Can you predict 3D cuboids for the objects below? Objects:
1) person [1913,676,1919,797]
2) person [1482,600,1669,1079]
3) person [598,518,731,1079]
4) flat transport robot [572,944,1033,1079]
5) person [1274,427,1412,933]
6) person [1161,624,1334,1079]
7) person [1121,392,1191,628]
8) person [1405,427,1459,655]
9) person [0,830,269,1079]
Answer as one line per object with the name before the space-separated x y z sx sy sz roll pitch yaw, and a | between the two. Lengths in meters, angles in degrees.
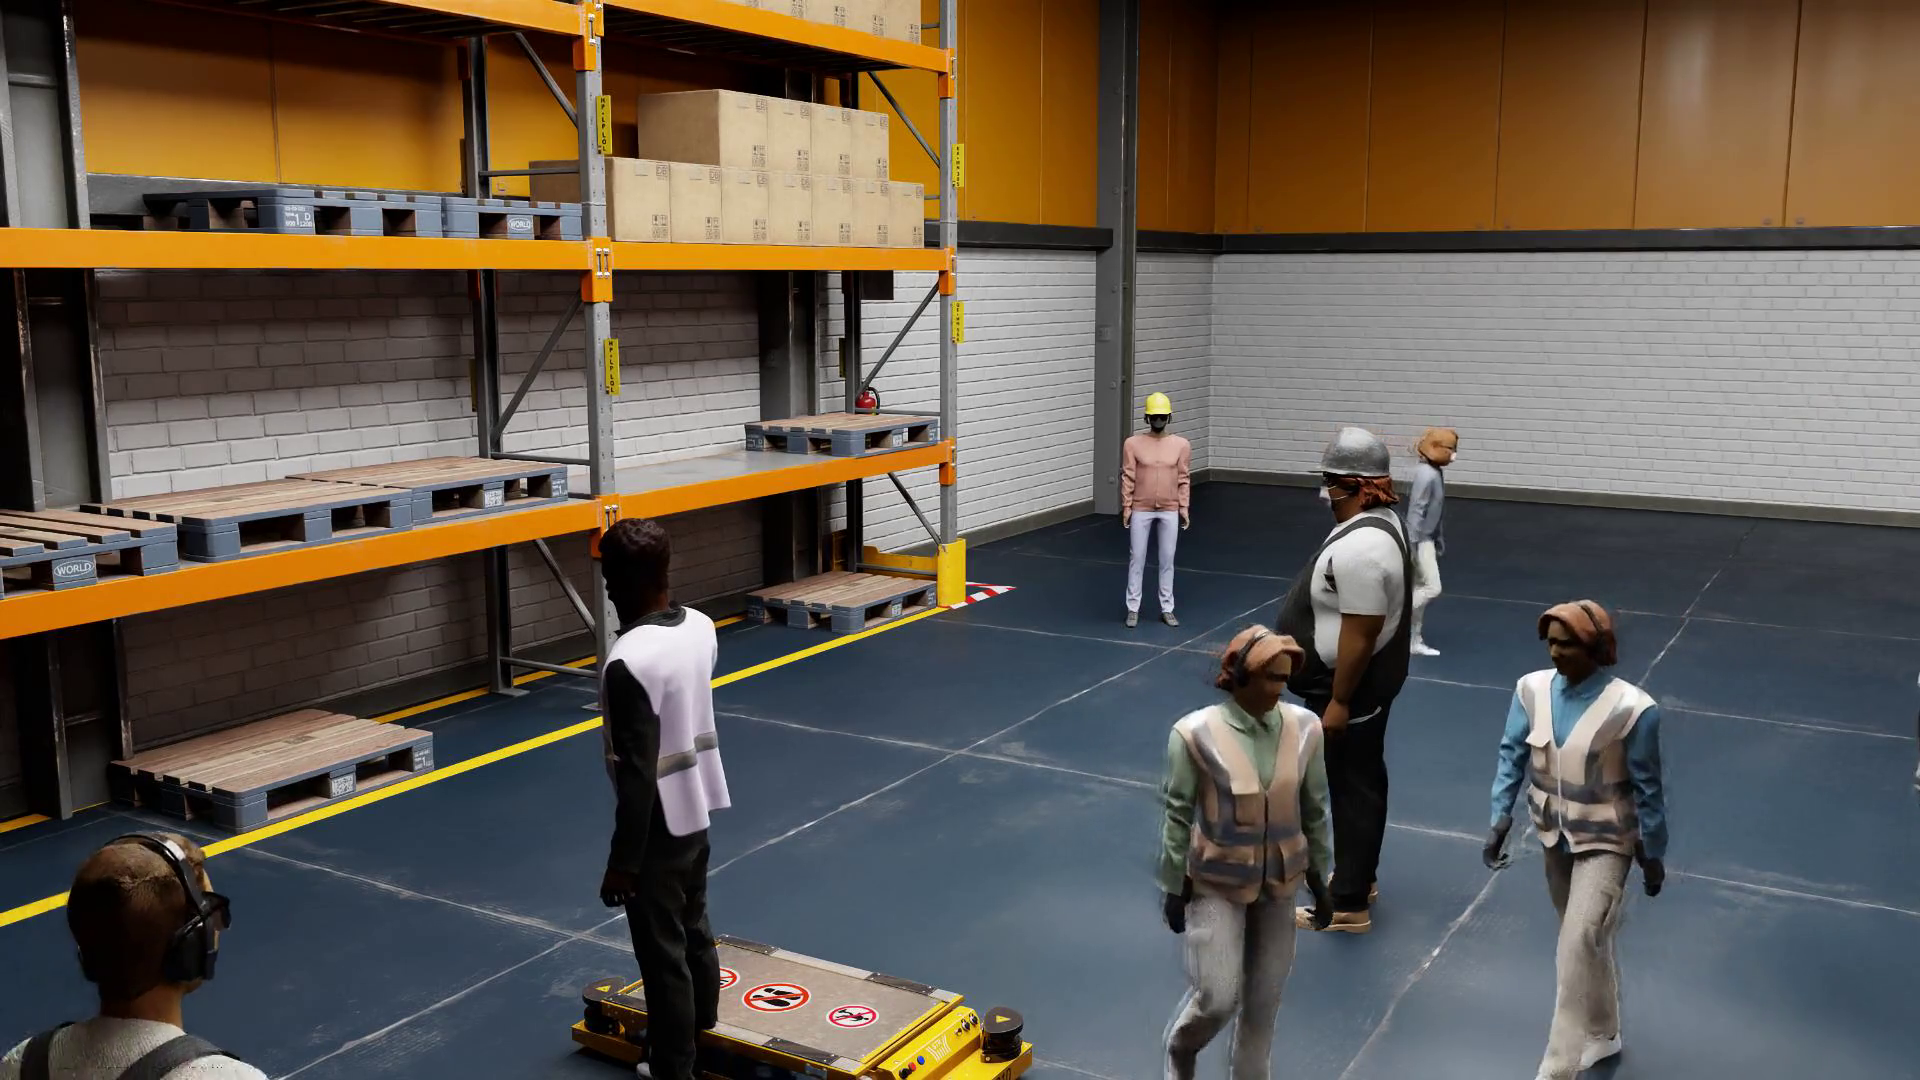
person | 3.654 0.767 5.723 0.634 1.940 0.789 7 11 35
person | 1.937 0.996 5.349 0.791 1.602 0.515 -5 11 -30
person | -0.920 0.879 5.138 0.391 1.913 0.587 2 9 12
flat transport robot | -0.539 1.630 5.552 1.431 0.197 0.652 5 11 30
person | 1.541 0.555 6.757 0.536 2.000 0.676 4 10 21
person | 0.854 1.045 5.018 0.520 1.618 0.394 -3 10 -17
person | 1.465 -0.220 12.451 0.523 1.769 0.313 -1 9 -3
person | 3.195 0.019 11.448 0.377 1.614 0.504 4 10 23
person | -1.214 1.339 2.612 0.522 1.796 0.917 2 9 15
